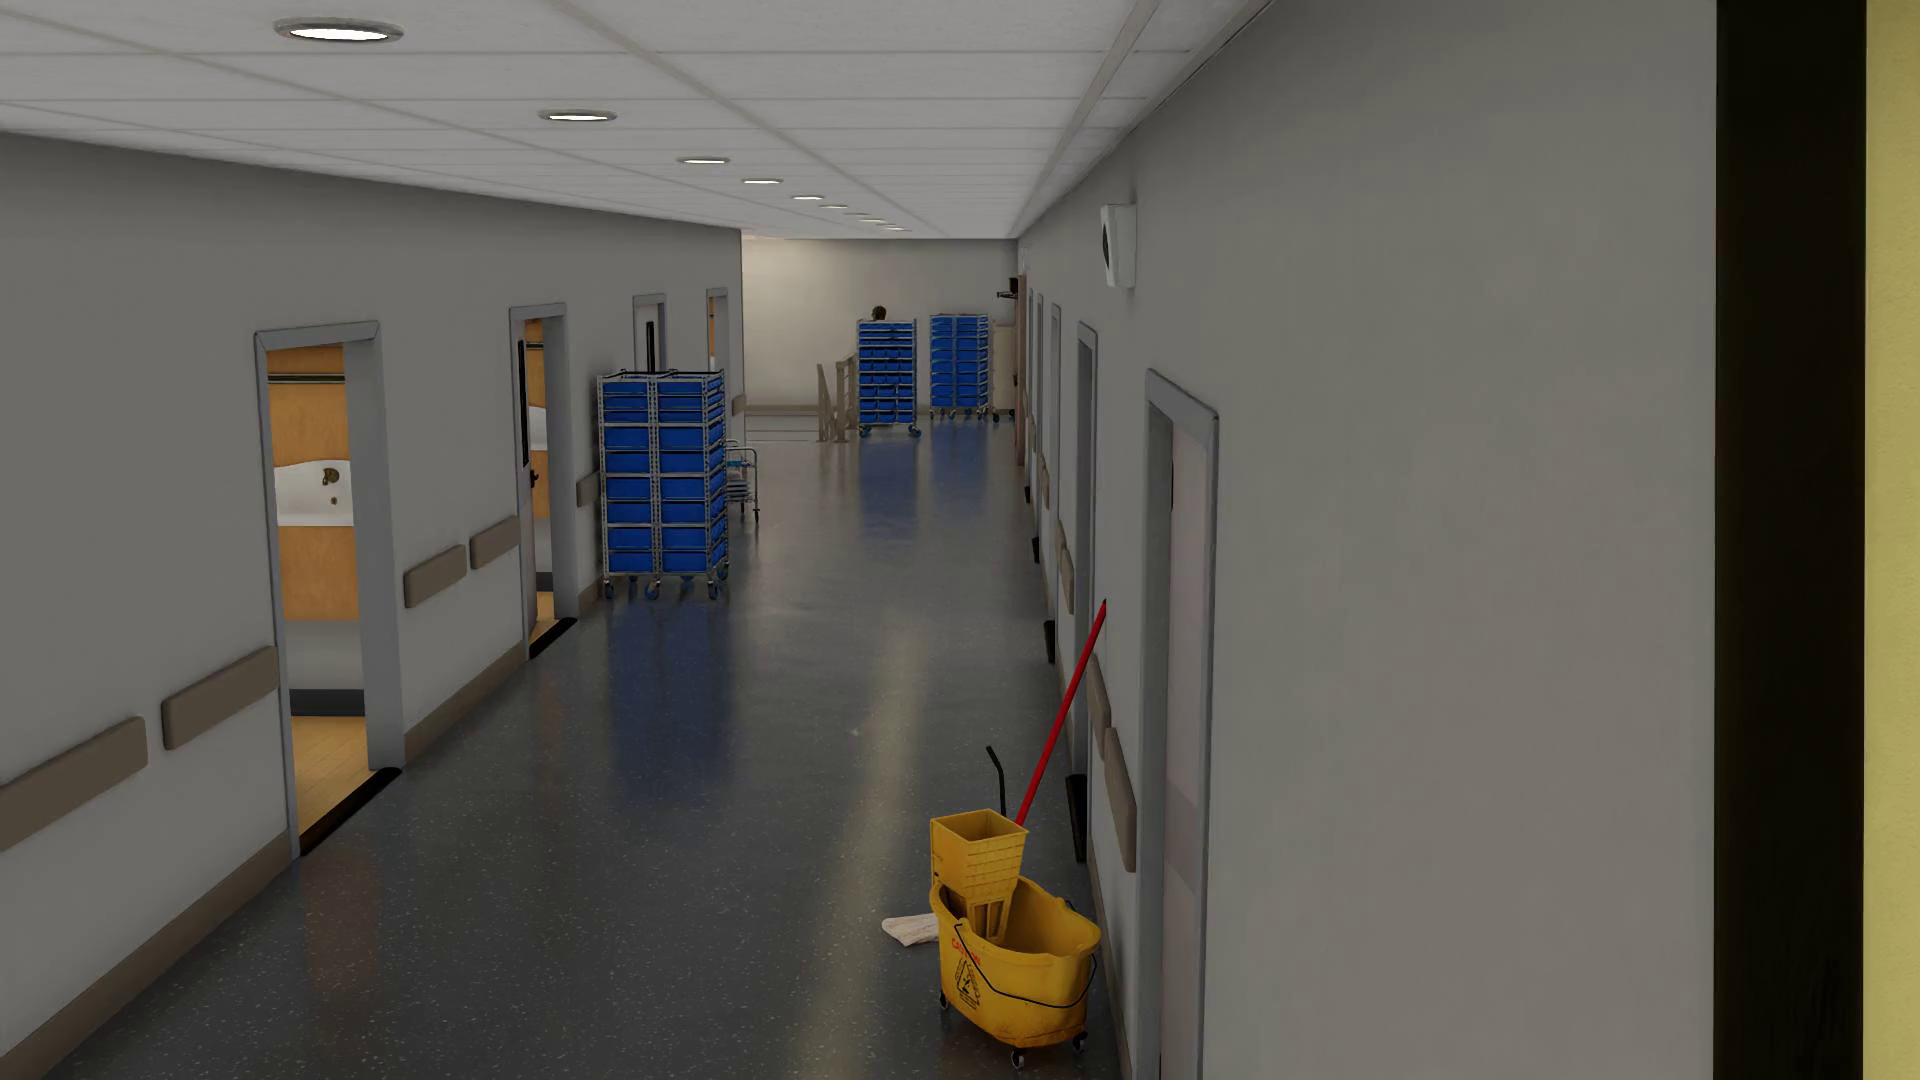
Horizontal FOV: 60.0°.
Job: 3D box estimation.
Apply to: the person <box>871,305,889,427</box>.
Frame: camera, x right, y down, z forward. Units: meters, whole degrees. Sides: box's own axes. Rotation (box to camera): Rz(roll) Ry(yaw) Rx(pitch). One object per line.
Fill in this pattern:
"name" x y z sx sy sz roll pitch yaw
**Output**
"person" -1.251 -2.781 26.630 0.362 1.938 0.631 3 10 16
